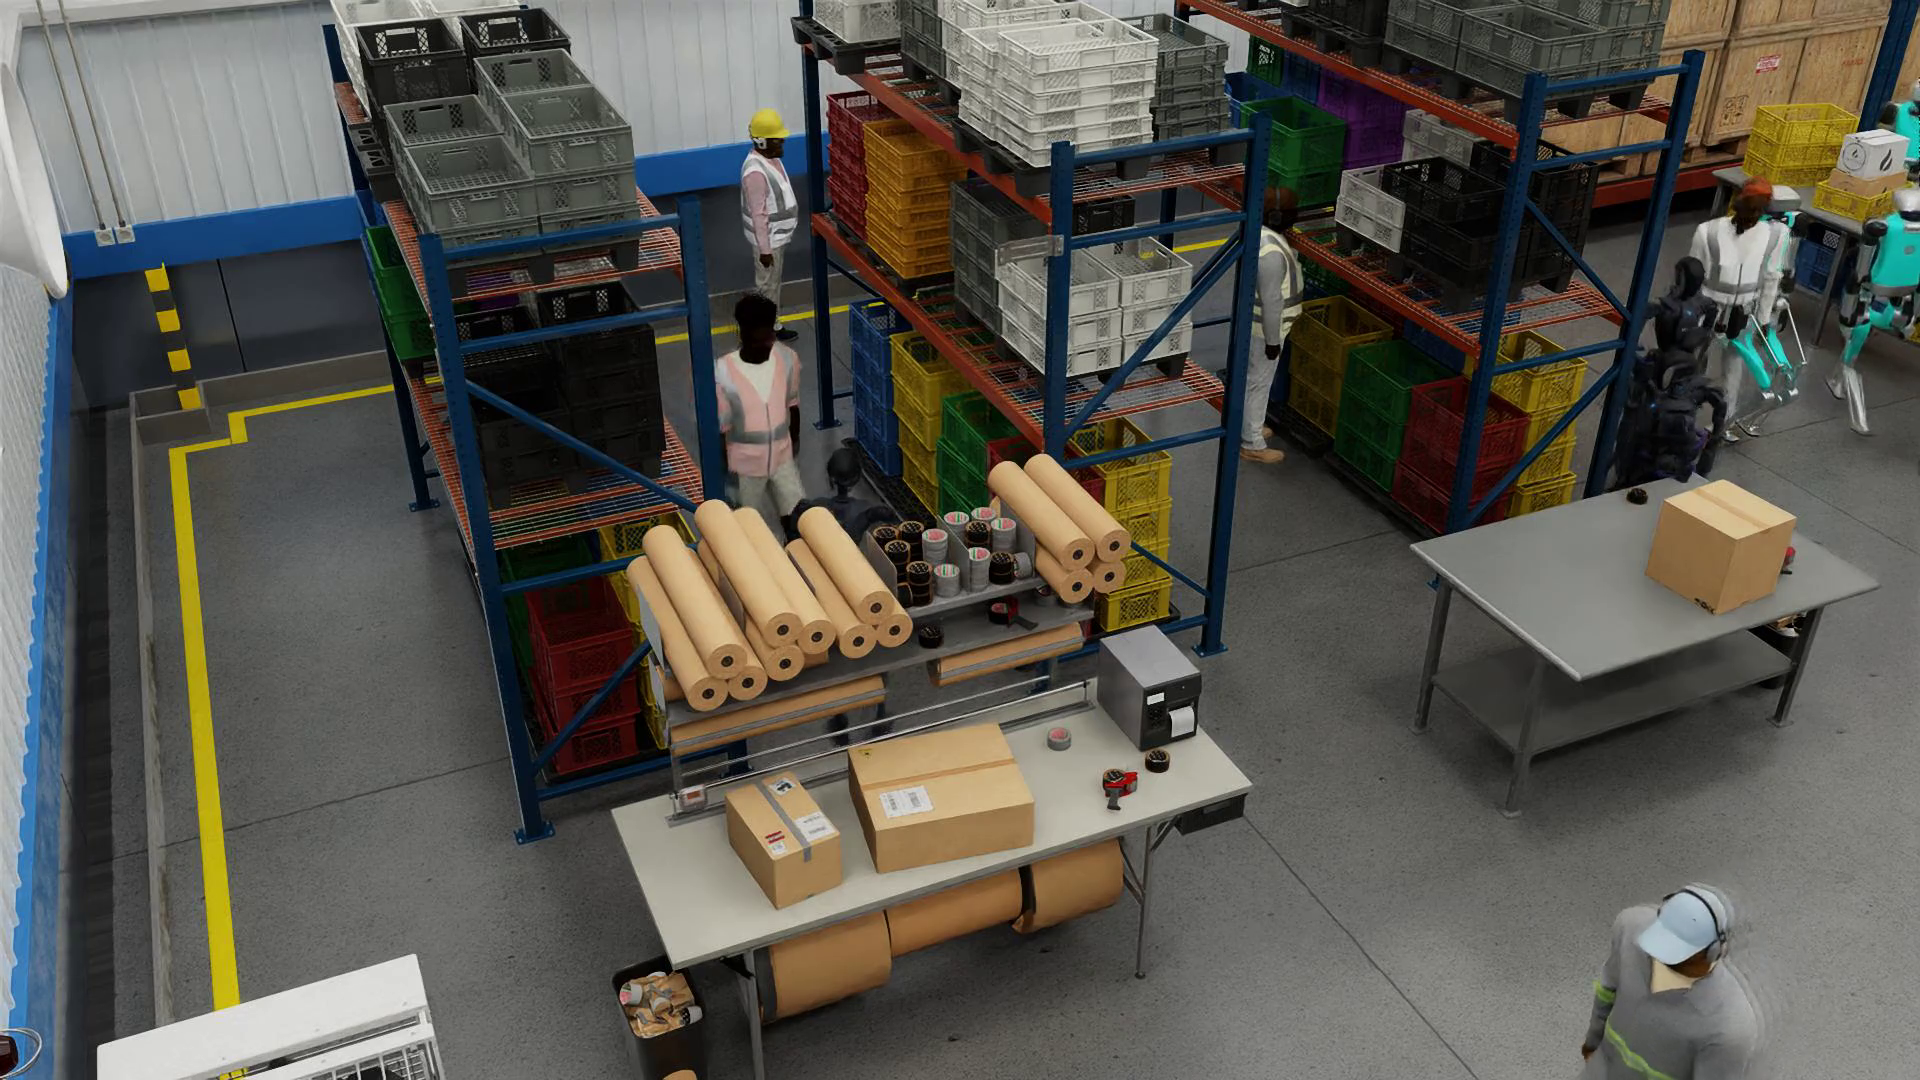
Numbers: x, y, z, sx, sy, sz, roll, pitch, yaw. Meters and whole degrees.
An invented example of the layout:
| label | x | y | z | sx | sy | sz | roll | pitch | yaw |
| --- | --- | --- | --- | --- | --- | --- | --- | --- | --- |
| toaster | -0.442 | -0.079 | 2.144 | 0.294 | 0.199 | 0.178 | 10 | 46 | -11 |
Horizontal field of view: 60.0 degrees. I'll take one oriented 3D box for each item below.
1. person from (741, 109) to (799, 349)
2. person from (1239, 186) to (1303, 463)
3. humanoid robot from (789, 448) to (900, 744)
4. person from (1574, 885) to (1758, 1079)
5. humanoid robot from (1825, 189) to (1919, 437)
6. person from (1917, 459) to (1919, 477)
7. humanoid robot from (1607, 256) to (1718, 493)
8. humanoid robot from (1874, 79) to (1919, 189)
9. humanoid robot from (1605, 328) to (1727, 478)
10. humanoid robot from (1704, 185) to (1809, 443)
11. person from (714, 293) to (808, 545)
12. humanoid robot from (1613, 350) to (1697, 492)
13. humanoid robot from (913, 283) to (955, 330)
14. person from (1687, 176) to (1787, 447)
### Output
| label | x | y | z | sx | sy | sz | roll | pitch | yaw |
| --- | --- | --- | --- | --- | --- | --- | --- | --- | --- |
| person | -1.371 | -2.234 | 12.106 | 0.404 | 1.829 | 0.599 | 1 | 32 | 2 |
| person | 1.976 | -1.397 | 10.740 | 0.429 | 1.844 | 0.625 | -1 | 32 | -2 |
| humanoid robot | -0.569 | 0.295 | 8.146 | 0.609 | 1.653 | 0.312 | 1 | 32 | 2 |
| person | 2.148 | 1.858 | 5.454 | 0.713 | 1.833 | 0.621 | -14 | 34 | -21 |
| humanoid robot | 6.110 | -1.588 | 11.176 | 0.561 | 1.739 | 1.042 | 3 | 32 | 5 |
| person | 6.492 | -1.250 | 10.323 | 0.604 | 2.036 | 0.409 | 10 | 33 | 16 |
| humanoid robot | 4.291 | -0.964 | 10.198 | 0.612 | 1.649 | 0.330 | -5 | 32 | -9 |
| humanoid robot | 7.155 | -2.568 | 12.747 | 0.530 | 1.800 | 0.708 | 12 | 34 | 19 |
| humanoid robot | 3.949 | -0.446 | 9.355 | 0.519 | 1.636 | 0.602 | -27 | 41 | -36 |
| humanoid robot | 5.214 | -1.383 | 10.689 | 0.533 | 1.677 | 0.735 | -8 | 33 | -13 |
| person | -1.035 | -0.382 | 8.999 | 0.621 | 1.936 | 0.774 | -19 | 36 | -27 |
| humanoid robot | 3.833 | -0.286 | 9.105 | 0.398 | 1.642 | 0.600 | -4 | 32 | -7 |
| humanoid robot | -0.191 | -2.240 | 12.106 | 0.728 | 1.686 | 0.530 | -19 | 36 | -27 |
| person | 4.969 | -1.482 | 10.859 | 0.612 | 1.877 | 0.401 | 2 | 32 | 3 |
